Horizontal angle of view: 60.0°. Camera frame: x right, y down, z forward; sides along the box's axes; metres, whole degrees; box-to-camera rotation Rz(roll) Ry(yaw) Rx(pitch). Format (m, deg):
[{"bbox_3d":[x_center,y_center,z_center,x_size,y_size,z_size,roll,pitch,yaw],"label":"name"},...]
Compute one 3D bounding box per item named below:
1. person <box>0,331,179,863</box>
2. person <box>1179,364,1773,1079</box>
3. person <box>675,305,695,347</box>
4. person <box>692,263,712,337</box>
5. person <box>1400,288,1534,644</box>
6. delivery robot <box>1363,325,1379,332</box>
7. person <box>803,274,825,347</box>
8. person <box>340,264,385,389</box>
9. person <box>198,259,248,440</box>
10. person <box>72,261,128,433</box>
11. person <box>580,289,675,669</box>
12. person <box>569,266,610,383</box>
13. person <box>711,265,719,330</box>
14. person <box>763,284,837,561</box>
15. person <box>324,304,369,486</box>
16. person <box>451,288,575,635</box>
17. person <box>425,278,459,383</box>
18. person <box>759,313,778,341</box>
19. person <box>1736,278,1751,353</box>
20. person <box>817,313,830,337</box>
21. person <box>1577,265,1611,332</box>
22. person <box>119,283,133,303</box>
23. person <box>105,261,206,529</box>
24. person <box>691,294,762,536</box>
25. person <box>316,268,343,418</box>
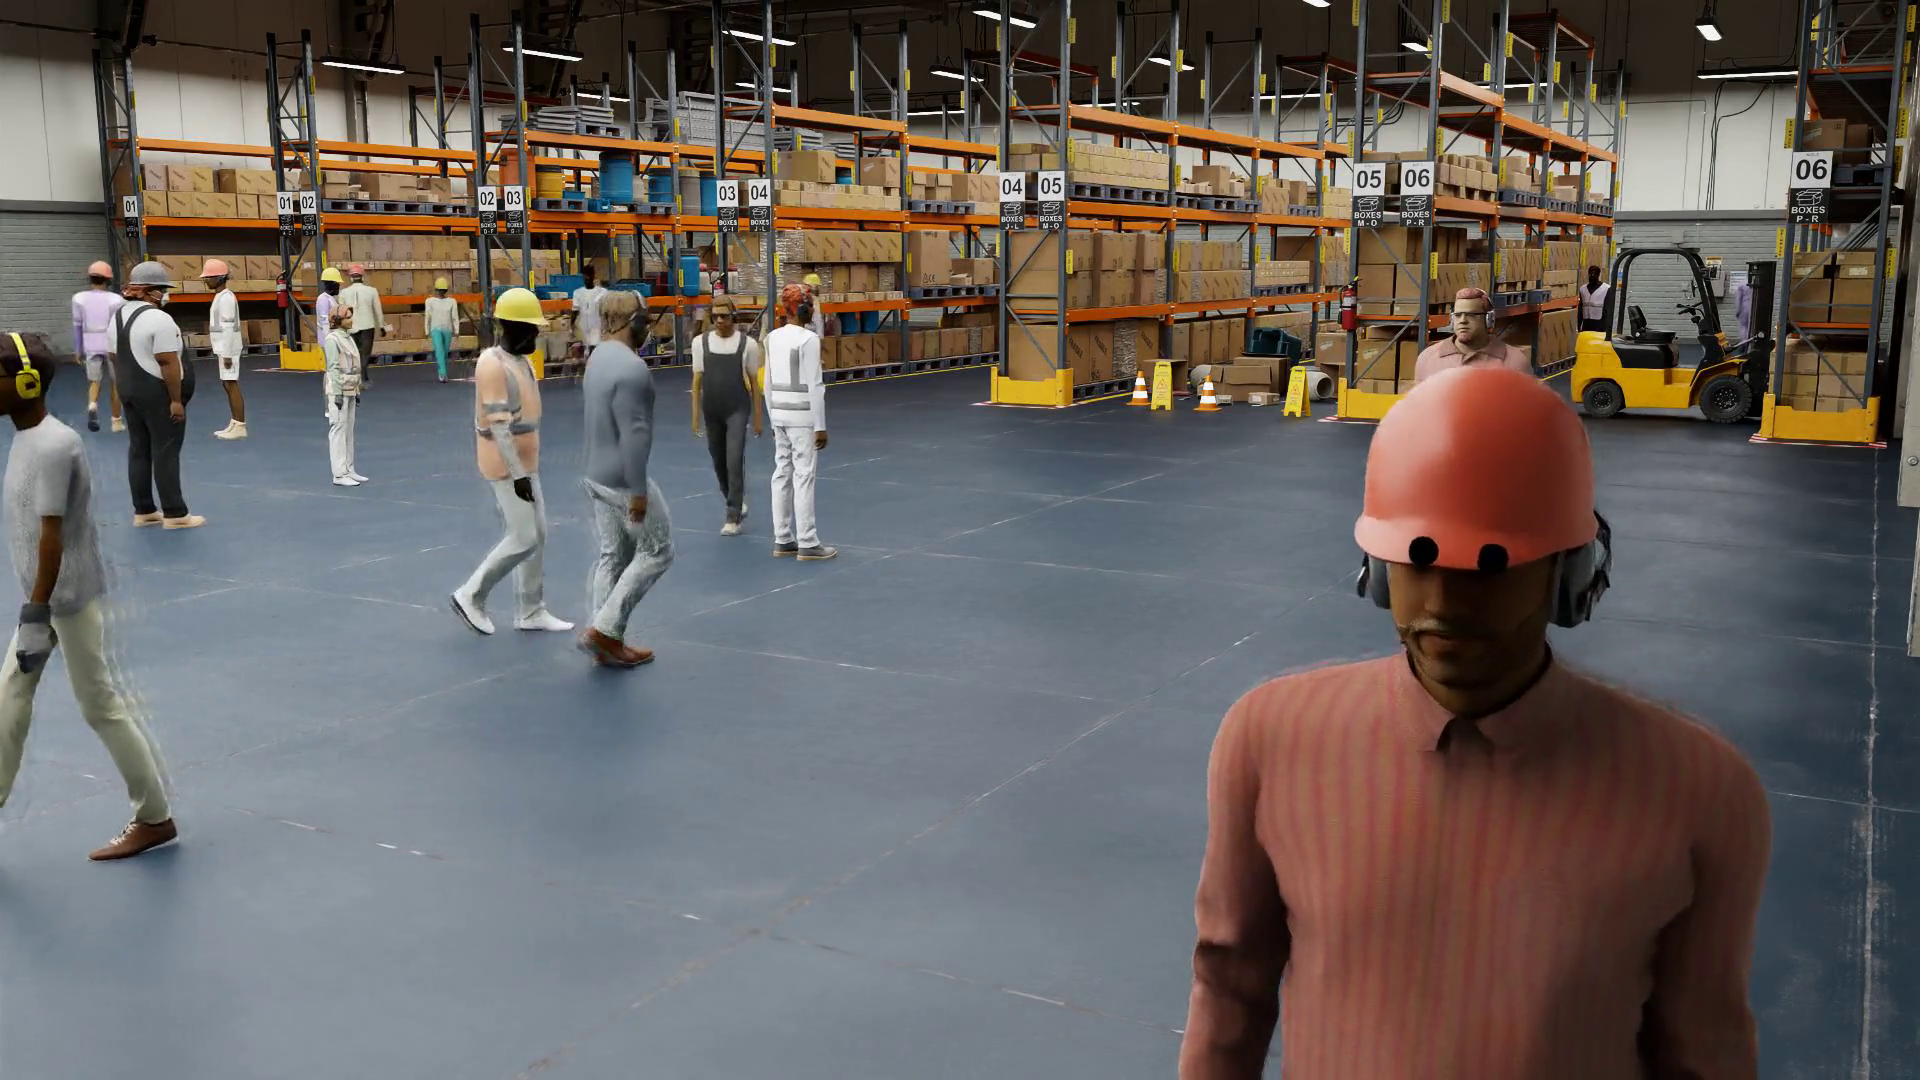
[{"bbox_3d":[-3.114,0.231,5.531,0.876,1.827,0.557,-9,13,-42],"label":"person"},{"bbox_3d":[0.574,0.771,1.949,0.626,1.972,0.812,5,11,25],"label":"person"},{"bbox_3d":[-5.779,-4.731,35.188,0.521,1.600,0.765,6,11,32],"label":"person"},{"bbox_3d":[-5.864,-5.334,37.870,0.555,1.894,0.831,7,12,35],"label":"person"},{"bbox_3d":[2.650,-0.366,8.772,0.640,1.910,0.407,6,11,31],"label":"person"},{"bbox_3d":[9.375,-4.630,37.415,0.707,0.478,0.477,-2,10,-11],"label":"delivery robot"},{"bbox_3d":[-2.295,-3.124,25.220,0.501,1.807,0.665,-7,12,-35],"label":"person"},{"bbox_3d":[-9.390,-3.338,26.056,0.620,1.958,0.981,0,10,1],"label":"person"},{"bbox_3d":[-8.349,-2.148,18.838,0.405,2.035,0.607,-5,11,-29],"label":"person"},{"bbox_3d":[-9.939,-2.214,19.261,0.618,2.020,0.736,-2,10,-11],"label":"person"},{"bbox_3d":[-1.671,-0.285,8.300,0.430,1.906,0.661,-6,11,-31],"label":"person"},{"bbox_3d":[-5.928,-3.404,26.528,0.633,1.908,1.003,3,10,15],"label":"person"},{"bbox_3d":[-5.568,-5.404,38.375,0.518,1.874,0.327,5,11,29],"label":"person"},{"bbox_3d":[-1.112,-0.801,11.391,0.360,1.883,0.574,-8,13,-40],"label":"person"},{"bbox_3d":[-5.598,-1.317,15.116,0.311,1.642,0.513,0,10,-3],"label":"person"},{"bbox_3d":[-2.453,-0.405,9.017,0.538,1.906,0.593,1,10,6],"label":"person"},{"bbox_3d":[-8.559,-3.458,27.465,0.528,1.711,0.935,-6,11,-29],"label":"person"},{"bbox_3d":[-3.460,-3.909,30.377,0.521,1.612,0.545,9,13,41],"label":"person"},{"bbox_3d":[16.762,-4.859,35.160,0.647,1.888,0.656,5,11,26],"label":"person"},{"bbox_3d":[-2.618,-3.918,29.523,0.624,1.932,0.374,0,10,-3],"label":"person"},{"bbox_3d":[10.979,-3.791,28.822,0.375,1.912,0.586,-8,13,-39],"label":"person"},{"bbox_3d":[-14.722,-3.750,29.500,0.516,1.577,0.869,-3,10,-18],"label":"person"},{"bbox_3d":[-6.134,-1.108,12.729,0.684,2.000,0.536,6,11,30],"label":"person"},{"bbox_3d":[-1.764,-0.970,12.648,0.520,1.811,0.878,1,10,4],"label":"person"},{"bbox_3d":[-8.044,-2.523,21.347,0.364,1.923,0.595,-2,10,-13],"label":"person"}]
